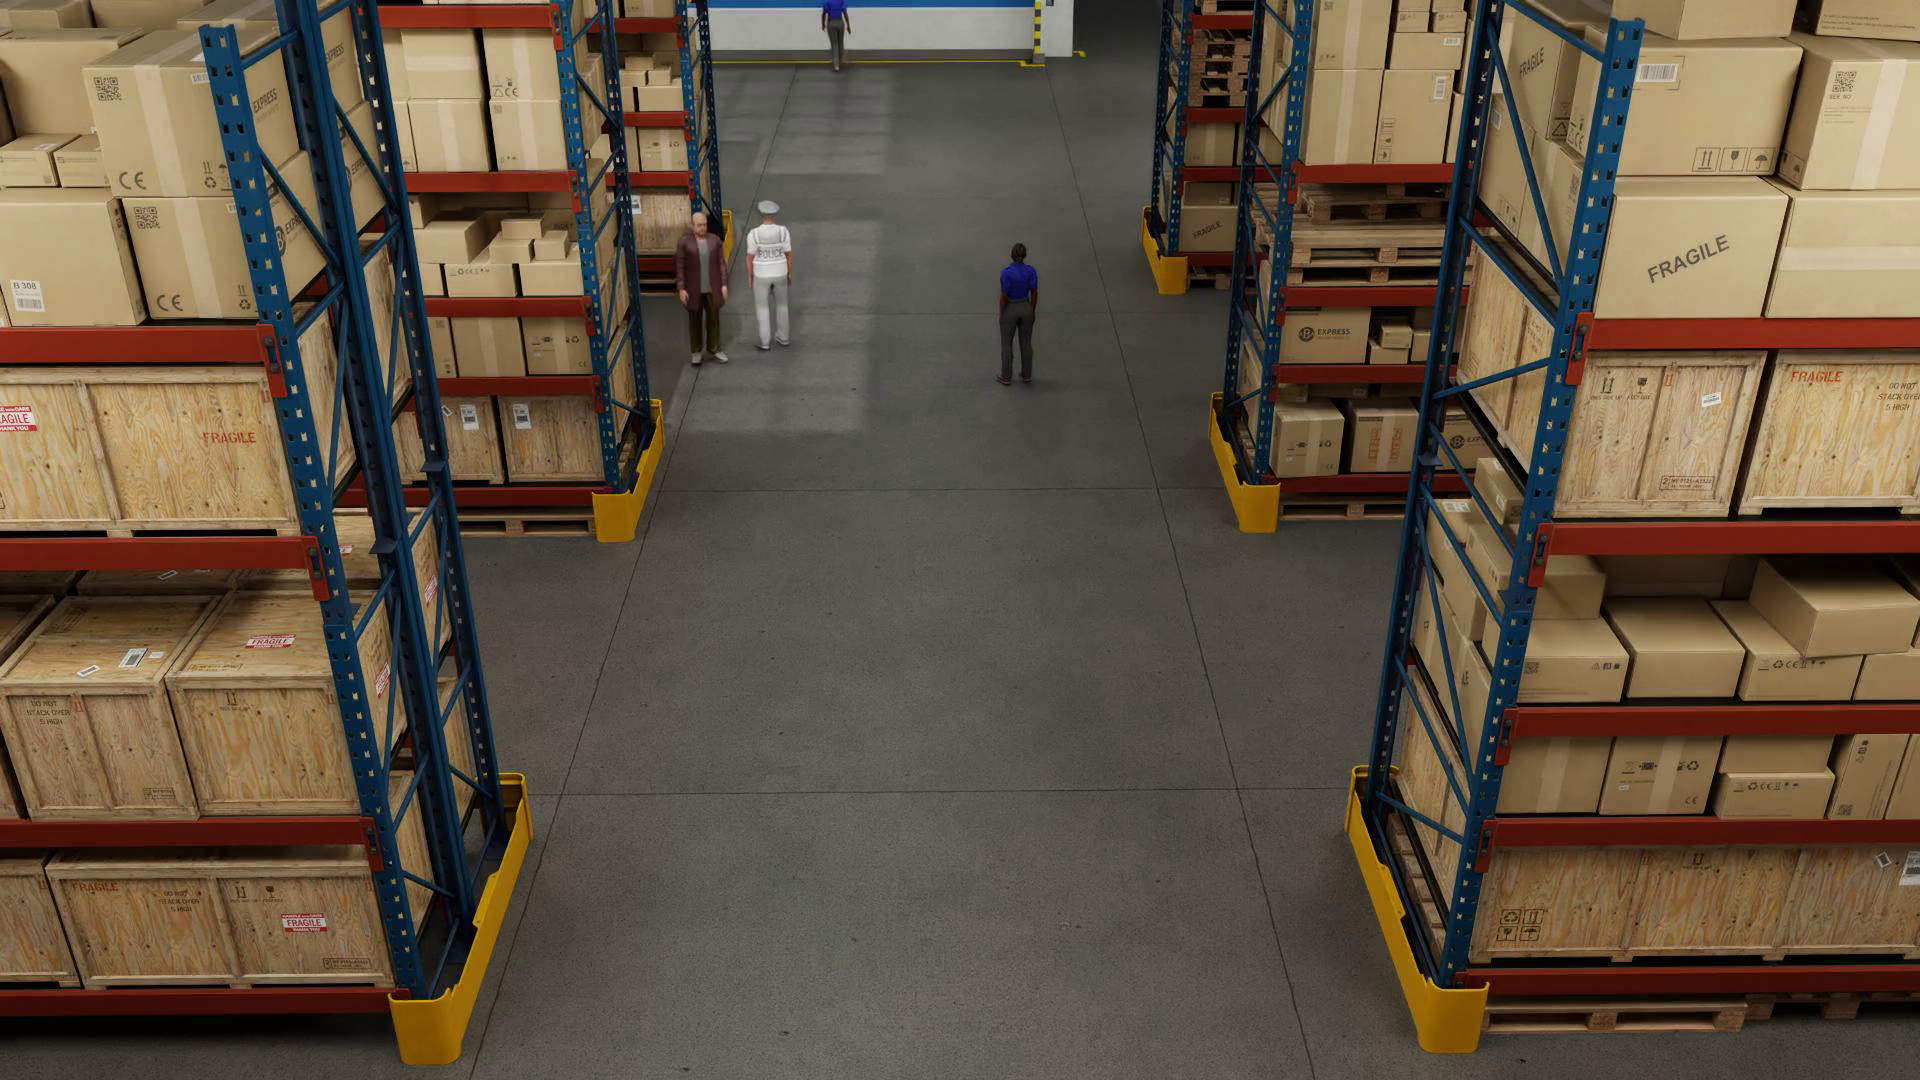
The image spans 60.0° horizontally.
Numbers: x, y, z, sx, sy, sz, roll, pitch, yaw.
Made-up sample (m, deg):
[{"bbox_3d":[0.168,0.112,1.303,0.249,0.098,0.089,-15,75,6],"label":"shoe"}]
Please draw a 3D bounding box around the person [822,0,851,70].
[{"bbox_3d":[-2.480,-10.228,33.049,0.533,1.617,0.917,-8,29,-15],"label":"person"}]

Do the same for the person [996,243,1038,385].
[{"bbox_3d":[0.636,-2.575,18.811,0.436,1.657,0.357,-9,29,-16],"label":"person"}]

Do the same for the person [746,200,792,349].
[{"bbox_3d":[-2.267,-3.158,19.748,0.540,1.777,0.409,-9,30,-17],"label":"person"}]

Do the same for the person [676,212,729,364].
[{"bbox_3d":[-2.982,-2.926,19.298,0.608,1.782,0.399,-9,29,-16],"label":"person"}]
